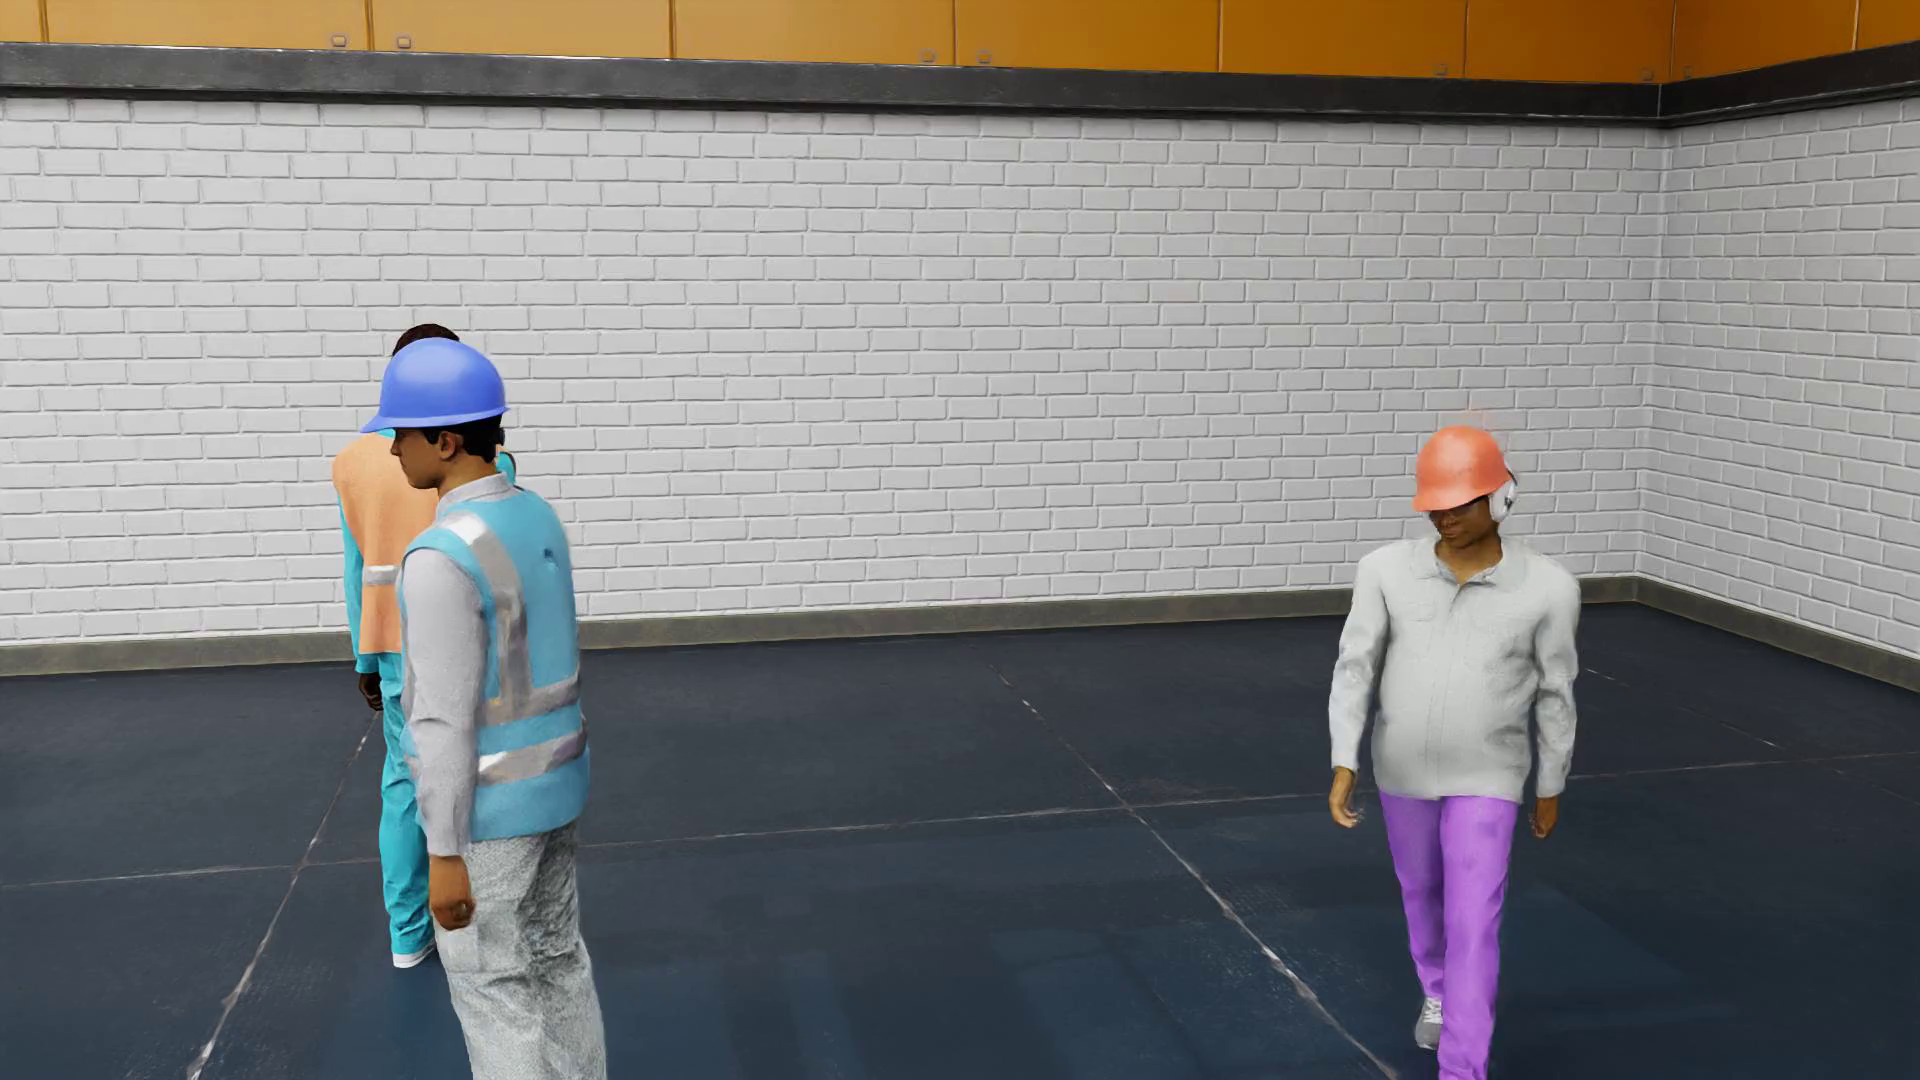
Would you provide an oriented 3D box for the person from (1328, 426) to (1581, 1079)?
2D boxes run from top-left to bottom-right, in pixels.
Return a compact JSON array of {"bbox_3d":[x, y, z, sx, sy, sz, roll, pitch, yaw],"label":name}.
[{"bbox_3d":[1.200,0.567,4.113,0.550,1.683,0.949,5,11,29],"label":"person"}]

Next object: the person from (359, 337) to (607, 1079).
[{"bbox_3d":[-1.003,0.543,3.521,0.430,1.935,0.615,1,9,8],"label":"person"}]

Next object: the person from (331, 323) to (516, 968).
[{"bbox_3d":[-1.528,0.335,4.842,0.590,1.911,0.401,3,10,19],"label":"person"}]
